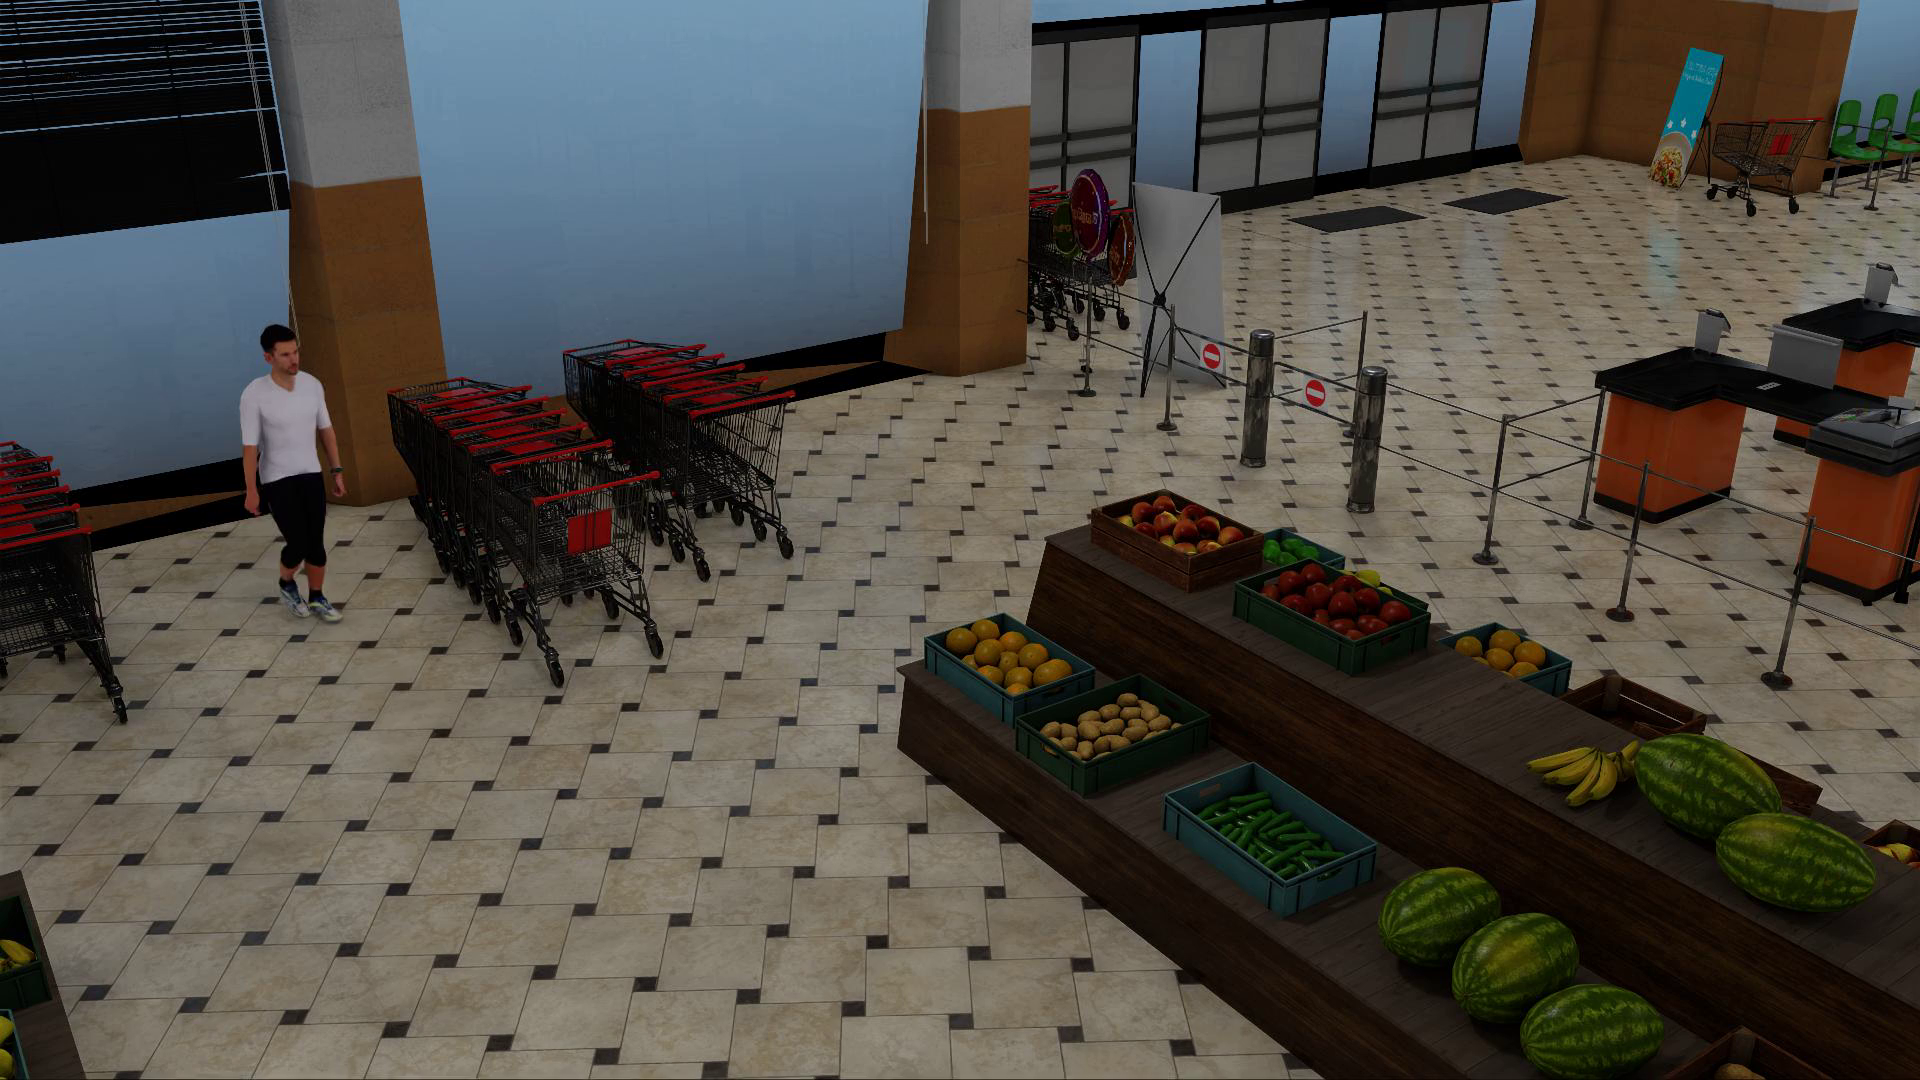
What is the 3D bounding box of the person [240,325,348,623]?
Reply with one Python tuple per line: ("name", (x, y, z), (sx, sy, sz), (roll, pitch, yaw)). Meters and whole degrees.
("person", (-3.926, -0.374, 9.663), (0.796, 1.831, 0.806), (17, 29, 34))
